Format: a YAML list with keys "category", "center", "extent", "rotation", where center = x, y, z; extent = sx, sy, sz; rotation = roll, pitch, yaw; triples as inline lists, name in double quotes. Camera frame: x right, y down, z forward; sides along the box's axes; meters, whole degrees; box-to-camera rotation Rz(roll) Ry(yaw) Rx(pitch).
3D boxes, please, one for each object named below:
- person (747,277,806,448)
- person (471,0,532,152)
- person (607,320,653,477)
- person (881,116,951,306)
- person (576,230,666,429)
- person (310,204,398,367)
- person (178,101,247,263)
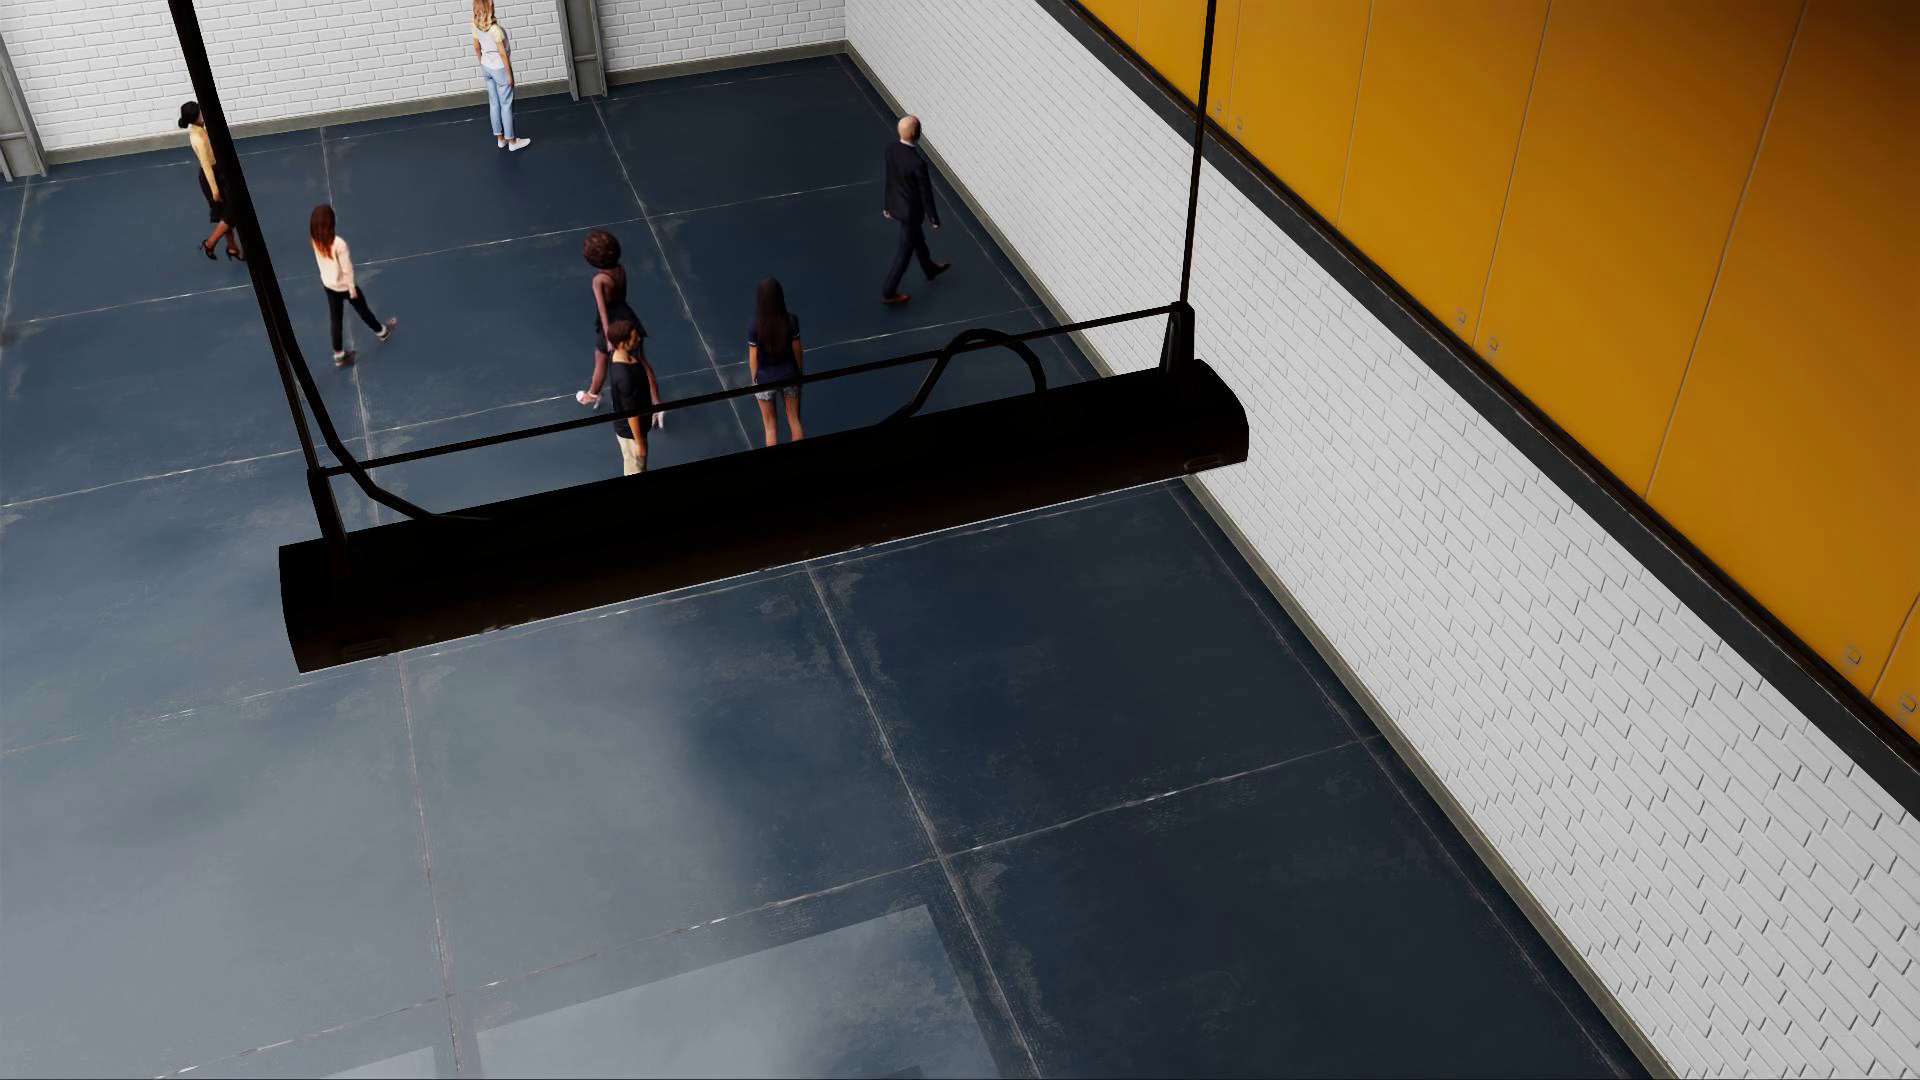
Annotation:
- category: "person"
  center: [-1.428, -1.246, 13.001]
  extent: [0.476, 1.765, 0.651]
  rotation: [-10, 40, -12]
- category: "person"
  center: [-4.944, -5.000, 17.735]
  extent: [0.711, 1.723, 0.741]
  rotation: [22, 44, 25]
- category: "person"
  center: [-2.462, -0.842, 12.426]
  extent: [0.544, 1.851, 0.640]
  rotation: [-10, 40, -13]
- category: "person"
  center: [-0.520, -2.957, 15.152]
  extent: [1.250, 1.754, 0.941]
  rotation: [-27, 46, -29]
- category: "person"
  center: [-2.698, -1.659, 13.535]
  extent: [1.066, 1.744, 1.063]
  rotation: [20, 43, 23]
- category: "person"
  center: [-5.429, -2.186, 14.435]
  extent: [0.939, 1.444, 1.017]
  rotation: [18, 42, 21]
- category: "person"
  center: [-7.119, -3.337, 15.717]
  extent: [0.736, 1.643, 0.610]
  rotation: [-17, 42, -20]
